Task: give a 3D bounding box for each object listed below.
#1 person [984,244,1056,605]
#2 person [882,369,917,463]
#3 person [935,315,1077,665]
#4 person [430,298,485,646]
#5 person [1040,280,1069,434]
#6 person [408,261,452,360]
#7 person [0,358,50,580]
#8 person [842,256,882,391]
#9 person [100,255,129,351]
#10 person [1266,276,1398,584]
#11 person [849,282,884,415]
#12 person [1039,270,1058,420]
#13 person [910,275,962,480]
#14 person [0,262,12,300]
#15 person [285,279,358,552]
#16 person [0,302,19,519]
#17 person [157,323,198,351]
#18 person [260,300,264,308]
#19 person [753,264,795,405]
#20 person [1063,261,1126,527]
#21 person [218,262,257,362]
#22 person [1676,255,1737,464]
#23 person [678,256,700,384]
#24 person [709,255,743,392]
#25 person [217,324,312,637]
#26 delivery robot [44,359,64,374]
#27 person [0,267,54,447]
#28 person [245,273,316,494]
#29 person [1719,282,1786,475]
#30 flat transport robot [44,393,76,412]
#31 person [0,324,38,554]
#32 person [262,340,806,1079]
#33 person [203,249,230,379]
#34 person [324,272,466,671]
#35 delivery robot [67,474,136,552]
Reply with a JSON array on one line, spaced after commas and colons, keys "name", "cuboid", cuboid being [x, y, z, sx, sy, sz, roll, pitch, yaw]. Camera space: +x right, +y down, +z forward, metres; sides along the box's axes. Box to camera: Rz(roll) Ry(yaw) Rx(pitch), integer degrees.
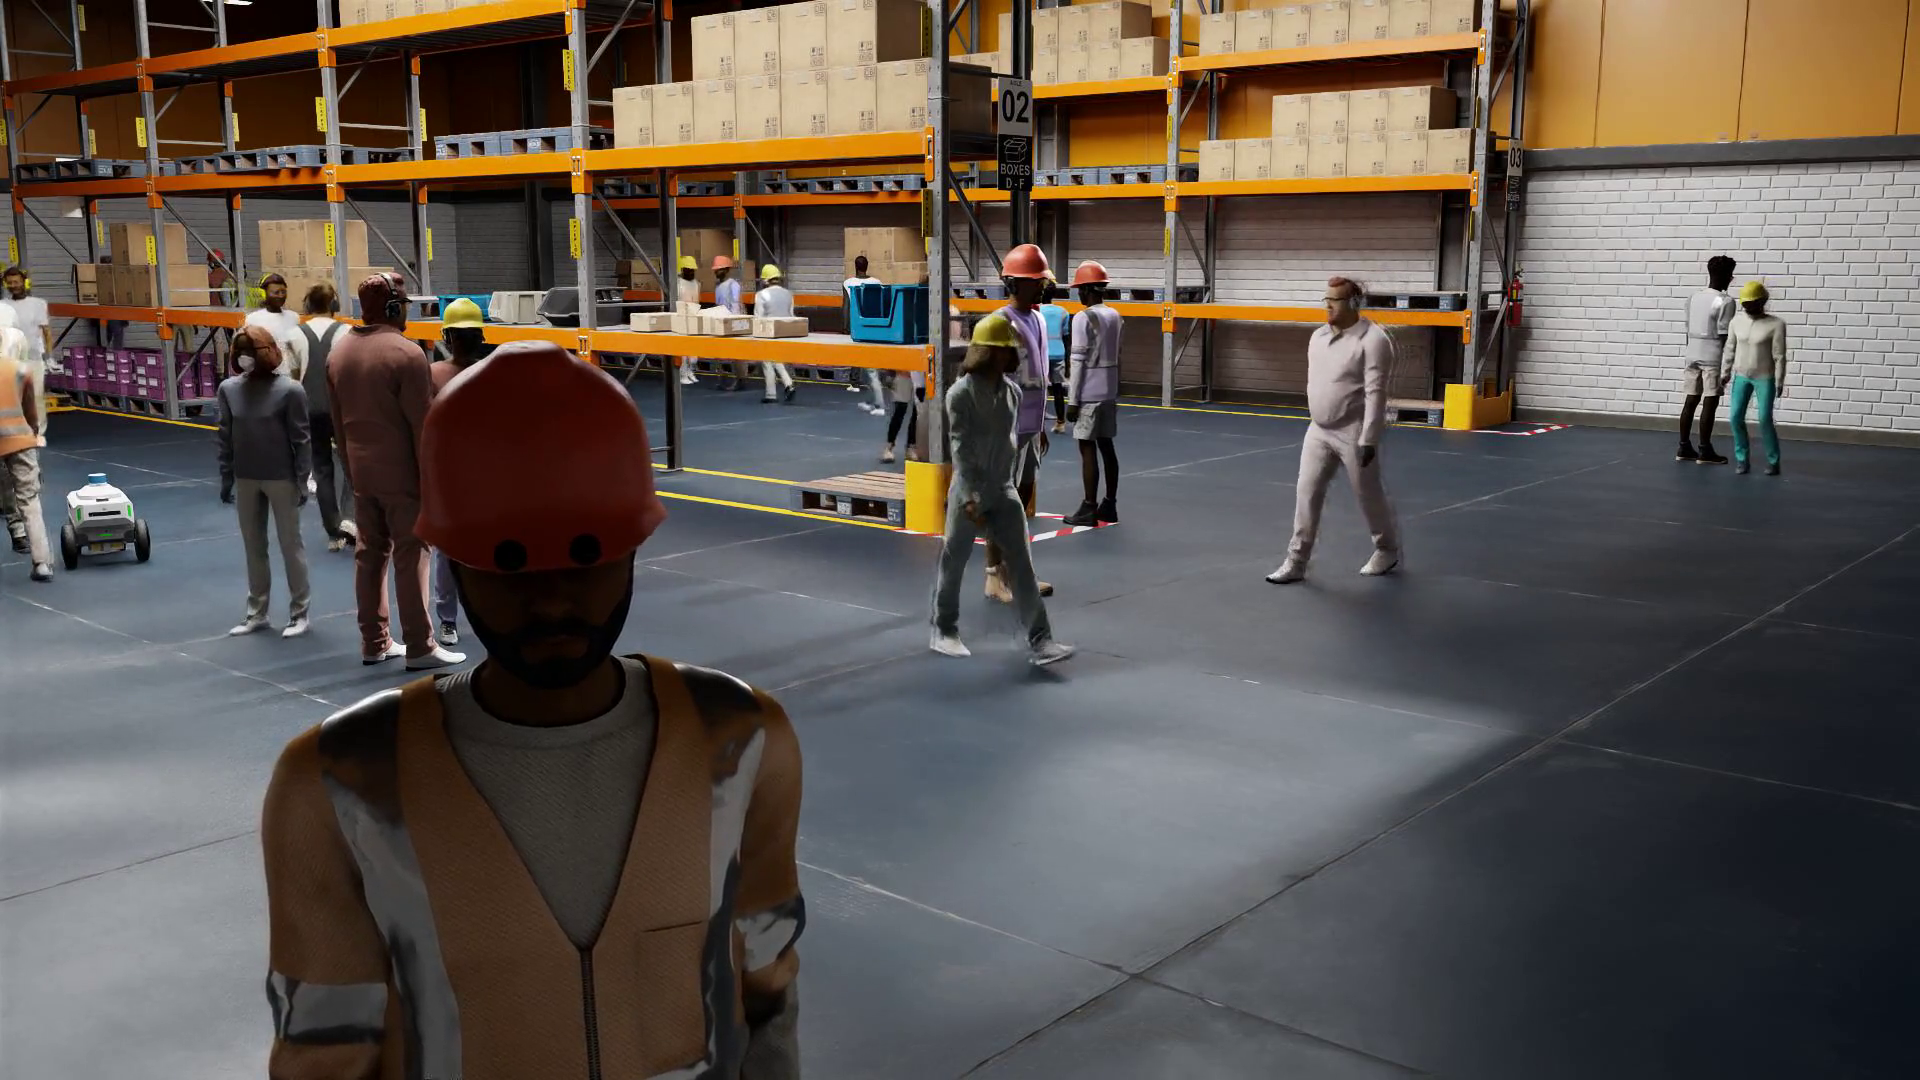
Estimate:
[{"name": "person", "cuboid": [0.363, -0.656, 9.512, 0.392, 2.041, 0.615, 5, 11, 27]}, {"name": "person", "cuboid": [-0.432, -1.554, 15.684, 0.595, 1.667, 0.328, -4, 11, -23]}, {"name": "person", "cuboid": [0.169, -0.220, 8.012, 0.493, 1.700, 0.895, -7, 12, -36]}, {"name": "person", "cuboid": [-2.523, -0.351, 8.556, 0.525, 1.772, 0.309, -7, 12, -34]}, {"name": "person", "cuboid": [0.937, -1.974, 18.016, 0.546, 1.690, 0.318, -5, 11, -27]}, {"name": "person", "cuboid": [-8.966, -3.794, 28.075, 0.932, 1.814, 0.514, 2, 10, 14]}, {"name": "person", "cuboid": [-5.880, -0.546, 10.163, 0.516, 1.599, 0.781, -9, 13, -41]}, {"name": "person", "cuboid": [-1.374, -3.051, 23.522, 0.589, 1.911, 0.376, -4, 11, -20]}, {"name": "person", "cuboid": [-14.182, -3.794, 27.778, 0.664, 1.908, 0.403, 5, 11, 25]}, {"name": "person", "cuboid": [2.342, -0.668, 10.115, 0.985, 1.862, 0.661, -7, 12, -34]}, {"name": "person", "cuboid": [-1.129, -2.333, 20.311, 0.503, 1.598, 0.799, -7, 12, -36]}, {"name": "person", "cuboid": [0.997, -2.306, 19.697, 0.311, 1.769, 0.525, -2, 10, -12]}, {"name": "person", "cuboid": [-0.177, -1.350, 14.080, 0.504, 1.824, 0.659, 9, 14, 42]}, {"name": "person", "cuboid": [-14.491, -3.336, 25.458, 0.540, 1.806, 0.761, -4, 11, -21]}, {"name": "person", "cuboid": [-4.200, -0.820, 11.084, 0.510, 1.823, 0.399, -2, 10, -11]}, {"name": "person", "cuboid": [-7.156, -1.076, 12.201, 0.354, 1.936, 0.635, 5, 11, 25]}, {"name": "person", "cuboid": [-12.176, -3.300, 25.867, 0.579, 1.584, 0.839, -5, 11, -26]}, {"name": "person", "cuboid": [-9.935, -3.167, 24.276, 0.485, 1.873, 0.696, 5, 11, 27]}, {"name": "person", "cuboid": [-2.416, -2.632, 21.418, 0.418, 1.818, 0.599, 9, 13, 41]}, {"name": "person", "cuboid": [0.964, -1.067, 12.183, 0.382, 1.929, 0.540, 8, 13, 39]}, {"name": "person", "cuboid": [-10.260, -3.060, 23.763, 0.429, 1.842, 0.630, 3, 10, 15]}, {"name": "person", "cuboid": [7.056, -1.691, 15.652, 0.374, 1.958, 0.602, -3, 10, -17]}, {"name": "person", "cuboid": [-4.050, -3.256, 24.708, 0.427, 1.908, 0.594, 8, 13, 39]}, {"name": "person", "cuboid": [-3.328, -3.030, 23.380, 0.556, 1.913, 0.632, 10, 14, 44]}, {"name": "person", "cuboid": [-3.620, -0.303, 8.669, 0.506, 1.631, 0.269, 2, 10, 10]}, {"name": "delivery robot", "cuboid": [-12.758, -2.365, 23.206, 0.477, 0.478, 0.707, -9, 13, -42]}, {"name": "person", "cuboid": [-9.366, -1.801, 16.667, 0.516, 1.828, 0.945, -4, 11, -21]}, {"name": "person", "cuboid": [-5.721, -1.309, 13.875, 0.979, 1.826, 0.538, 8, 13, 39]}, {"name": "person", "cuboid": [7.085, -1.436, 14.894, 0.440, 1.738, 0.558, -7, 12, -36]}, {"name": "flat transport robot", "cuboid": [-11.546, -1.704, 20.521, 1.431, 0.197, 0.652, 9, 13, 40]}, {"name": "person", "cuboid": [-6.390, -0.799, 10.924, 0.600, 1.831, 0.404, -8, 13, -40]}, {"name": "person", "cuboid": [-0.398, 0.764, 1.725, 0.550, 1.935, 0.376, -5, 11, -25]}, {"name": "person", "cuboid": [-11.509, -3.511, 25.894, 0.376, 1.997, 0.612, 6, 12, 33]}, {"name": "person", "cuboid": [-2.713, -0.323, 7.999, 0.643, 1.909, 0.410, 6, 11, 29]}, {"name": "delivery robot", "cuboid": [-5.592, -0.188, 10.815, 0.477, 0.478, 0.707, -6, 12, -31]}]
